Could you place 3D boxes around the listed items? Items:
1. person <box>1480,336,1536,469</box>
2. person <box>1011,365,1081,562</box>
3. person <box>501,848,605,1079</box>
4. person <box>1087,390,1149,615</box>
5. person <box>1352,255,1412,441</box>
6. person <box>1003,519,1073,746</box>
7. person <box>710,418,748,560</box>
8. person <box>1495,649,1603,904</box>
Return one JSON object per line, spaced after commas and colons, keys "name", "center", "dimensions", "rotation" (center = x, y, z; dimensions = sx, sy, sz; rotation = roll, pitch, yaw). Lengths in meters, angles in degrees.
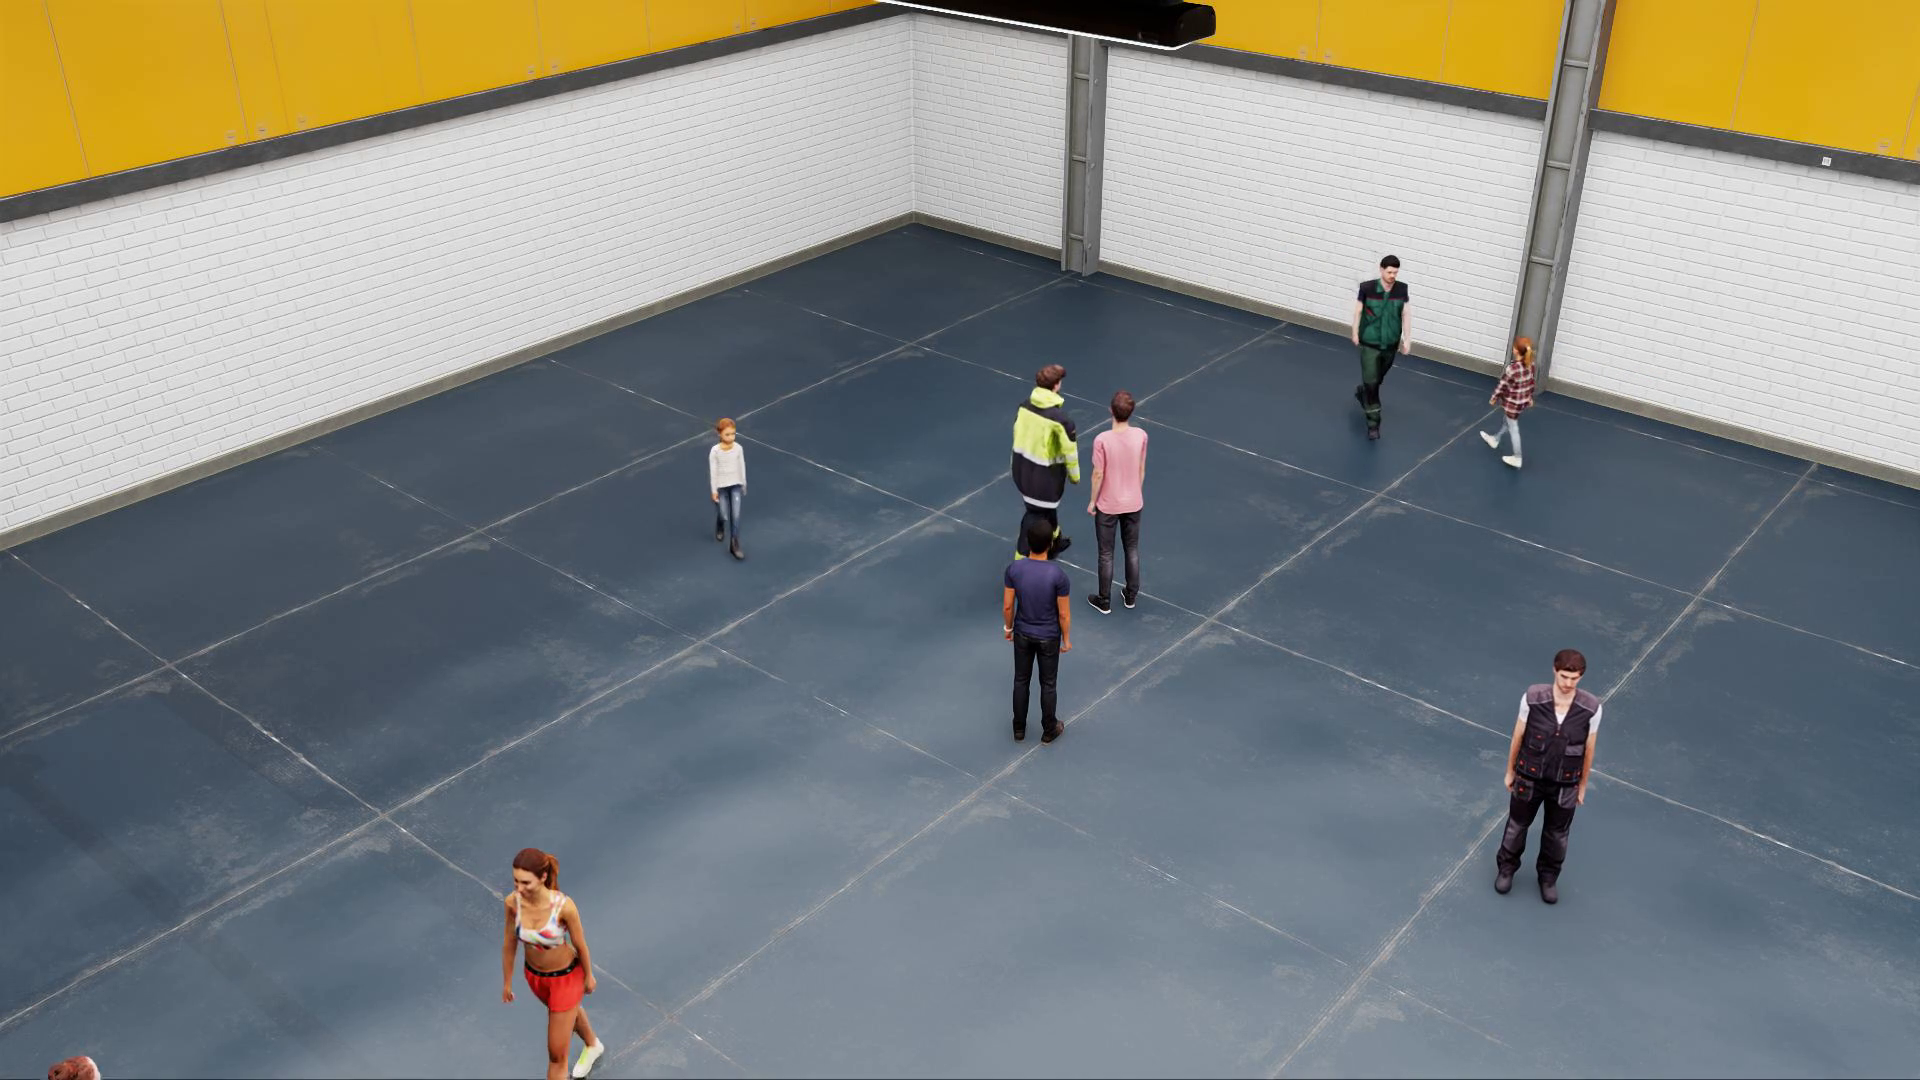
{"name": "person", "center": [5.467, -1.323, 16.228], "dimensions": [0.692, 1.275, 0.912], "rotation": [-17, 33, -29]}
{"name": "person", "center": [0.612, -0.511, 14.033], "dimensions": [0.953, 1.951, 1.051], "rotation": [-20, 35, -33]}
{"name": "person", "center": [-2.162, 2.329, 9.039], "dimensions": [1.124, 1.748, 0.941], "rotation": [8, 30, 14]}
{"name": "person", "center": [1.302, -0.307, 13.651], "dimensions": [0.715, 1.959, 0.727], "rotation": [-9, 30, -16]}
{"name": "person", "center": [4.244, -2.035, 16.931], "dimensions": [1.260, 1.852, 1.279], "rotation": [-1, 29, -2]}
{"name": "person", "center": [0.548, 0.675, 12.027], "dimensions": [0.619, 1.791, 0.778], "rotation": [7, 29, 13]}
{"name": "person", "center": [-2.063, -0.477, 14.645], "dimensions": [0.636, 1.305, 0.776], "rotation": [-13, 31, -23]}
{"name": "person", "center": [3.719, 1.469, 10.513], "dimensions": [0.646, 1.846, 0.783], "rotation": [9, 30, 16]}
